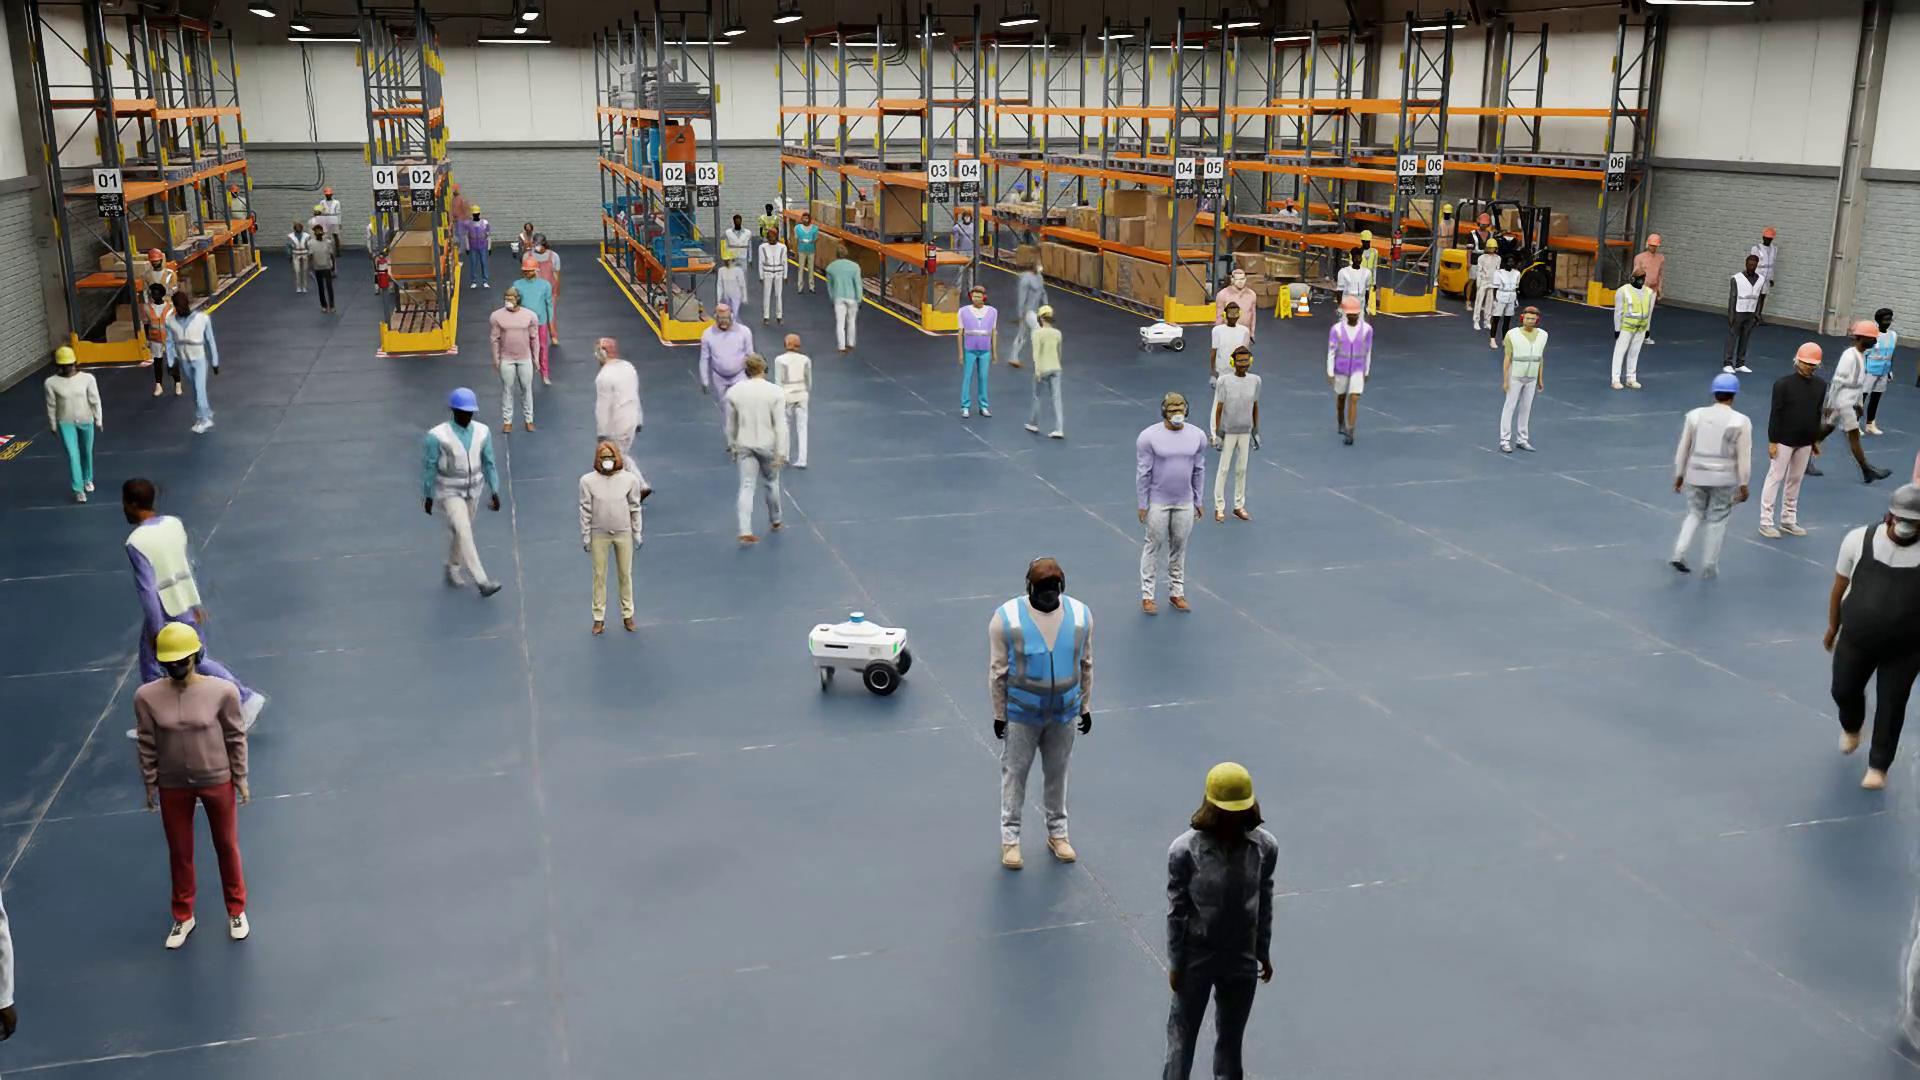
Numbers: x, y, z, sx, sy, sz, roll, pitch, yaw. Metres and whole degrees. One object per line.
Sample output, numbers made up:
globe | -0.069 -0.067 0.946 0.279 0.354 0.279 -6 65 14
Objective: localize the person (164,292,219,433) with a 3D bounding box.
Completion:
person | -10.250 -2.358 22.143 0.603 1.859 0.997 0 15 -2

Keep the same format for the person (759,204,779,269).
person | -4.969 -7.923 43.405 0.535 1.699 0.322 -3 15 -13

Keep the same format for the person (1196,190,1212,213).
person | 6.908 -9.193 47.534 0.608 2.040 0.394 -3 15 -13

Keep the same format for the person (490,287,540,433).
person | -5.910 -2.399 22.167 0.629 1.937 0.379 -3 15 -13

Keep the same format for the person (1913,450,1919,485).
person | 10.777 -1.313 18.144 0.643 1.905 0.400 -3 15 -13

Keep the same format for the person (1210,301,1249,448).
person | 3.441 -2.114 21.220 0.521 1.873 0.336 -3 15 -13

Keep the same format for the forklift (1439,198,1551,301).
forklift | 11.913 -6.508 37.130 2.313 2.155 1.214 -4 15 -15

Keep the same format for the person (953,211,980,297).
person | 0.148 -6.409 37.248 0.629 1.940 0.379 -3 15 -13

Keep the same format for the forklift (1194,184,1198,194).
forklift | 7.392 -11.333 53.972 1.873 2.768 1.129 -4 15 -15

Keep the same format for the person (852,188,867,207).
person | -2.650 -8.557 45.224 0.613 1.995 0.390 -3 15 -13

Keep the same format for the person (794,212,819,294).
person | -3.497 -6.555 37.989 0.564 1.840 0.397 -3 15 -13

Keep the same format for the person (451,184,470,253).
person | -14.419 -9.274 47.945 0.643 1.978 0.574 11 18 35

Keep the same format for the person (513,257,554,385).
person | -6.605 -3.388 25.781 0.613 1.991 0.392 -3 15 -13

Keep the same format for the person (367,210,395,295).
person | -13.114 -6.542 37.741 0.605 1.943 0.402 -3 15 -13

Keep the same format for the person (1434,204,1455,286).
person | 11.504 -6.992 39.472 0.588 1.923 0.383 -3 15 -13

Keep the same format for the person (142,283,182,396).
person | -11.917 -2.999 24.884 0.535 1.694 0.322 -3 15 -13

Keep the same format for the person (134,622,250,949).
person | -3.987 1.270 8.682 0.525 1.769 0.327 -3 15 -13

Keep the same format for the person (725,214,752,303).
person | -4.812 -6.109 36.158 0.590 1.920 0.399 -3 15 -13

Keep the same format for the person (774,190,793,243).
person | -5.187 -9.466 48.955 0.591 1.834 0.404 -3 15 -13

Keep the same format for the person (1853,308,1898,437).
person | 12.060 -2.211 21.913 0.535 1.697 0.322 -3 15 -13

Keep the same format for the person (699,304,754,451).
person | -2.906 -1.991 20.739 0.683 1.870 0.833 0 15 -1

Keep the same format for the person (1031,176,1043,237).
person | 2.460 -10.713 53.426 0.605 1.949 0.401 -3 15 -13

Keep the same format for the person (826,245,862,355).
person | -2.016 -4.181 28.989 0.643 1.889 0.961 1 15 3

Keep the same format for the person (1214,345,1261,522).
person | 2.923 -1.119 17.475 0.521 1.873 0.336 -3 15 -13

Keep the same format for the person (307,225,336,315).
person | -13.115 -5.545 34.197 0.493 1.829 0.936 -4 15 -16

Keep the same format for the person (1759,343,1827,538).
person | 8.461 -1.013 16.844 0.613 1.991 0.392 -3 15 -13

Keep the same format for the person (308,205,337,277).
person | -15.843 -7.395 41.283 0.633 1.779 0.949 -13 20 -40

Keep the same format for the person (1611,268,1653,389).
person | 10.321 -3.242 25.519 0.624 1.845 0.430 -3 15 -13

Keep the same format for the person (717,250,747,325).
person | -4.107 -4.389 30.089 0.510 1.716 0.930 8 17 26

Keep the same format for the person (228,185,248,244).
person | -20.302 -8.967 46.775 0.613 1.991 0.392 -3 15 -13

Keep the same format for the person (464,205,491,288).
person | -11.313 -6.885 39.061 0.588 1.928 0.384 -3 15 -13

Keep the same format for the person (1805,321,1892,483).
person | 10.351 -1.615 19.334 1.040 1.867 0.555 11 18 36

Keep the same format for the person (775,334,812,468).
person | -2.018 -1.688 20.138 0.525 1.581 0.794 -7 17 -26

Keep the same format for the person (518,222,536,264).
person | -9.754 -6.400 37.785 0.515 1.641 0.314 -3 15 -13

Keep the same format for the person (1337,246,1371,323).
person | 6.586 -3.926 27.851 0.608 1.966 0.374 -3 15 -13

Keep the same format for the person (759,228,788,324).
person | -3.679 -5.198 32.801 0.575 1.883 0.362 -3 15 -13

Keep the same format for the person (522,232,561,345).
person | -7.527 -4.533 29.994 0.680 2.000 0.536 -3 15 -13
